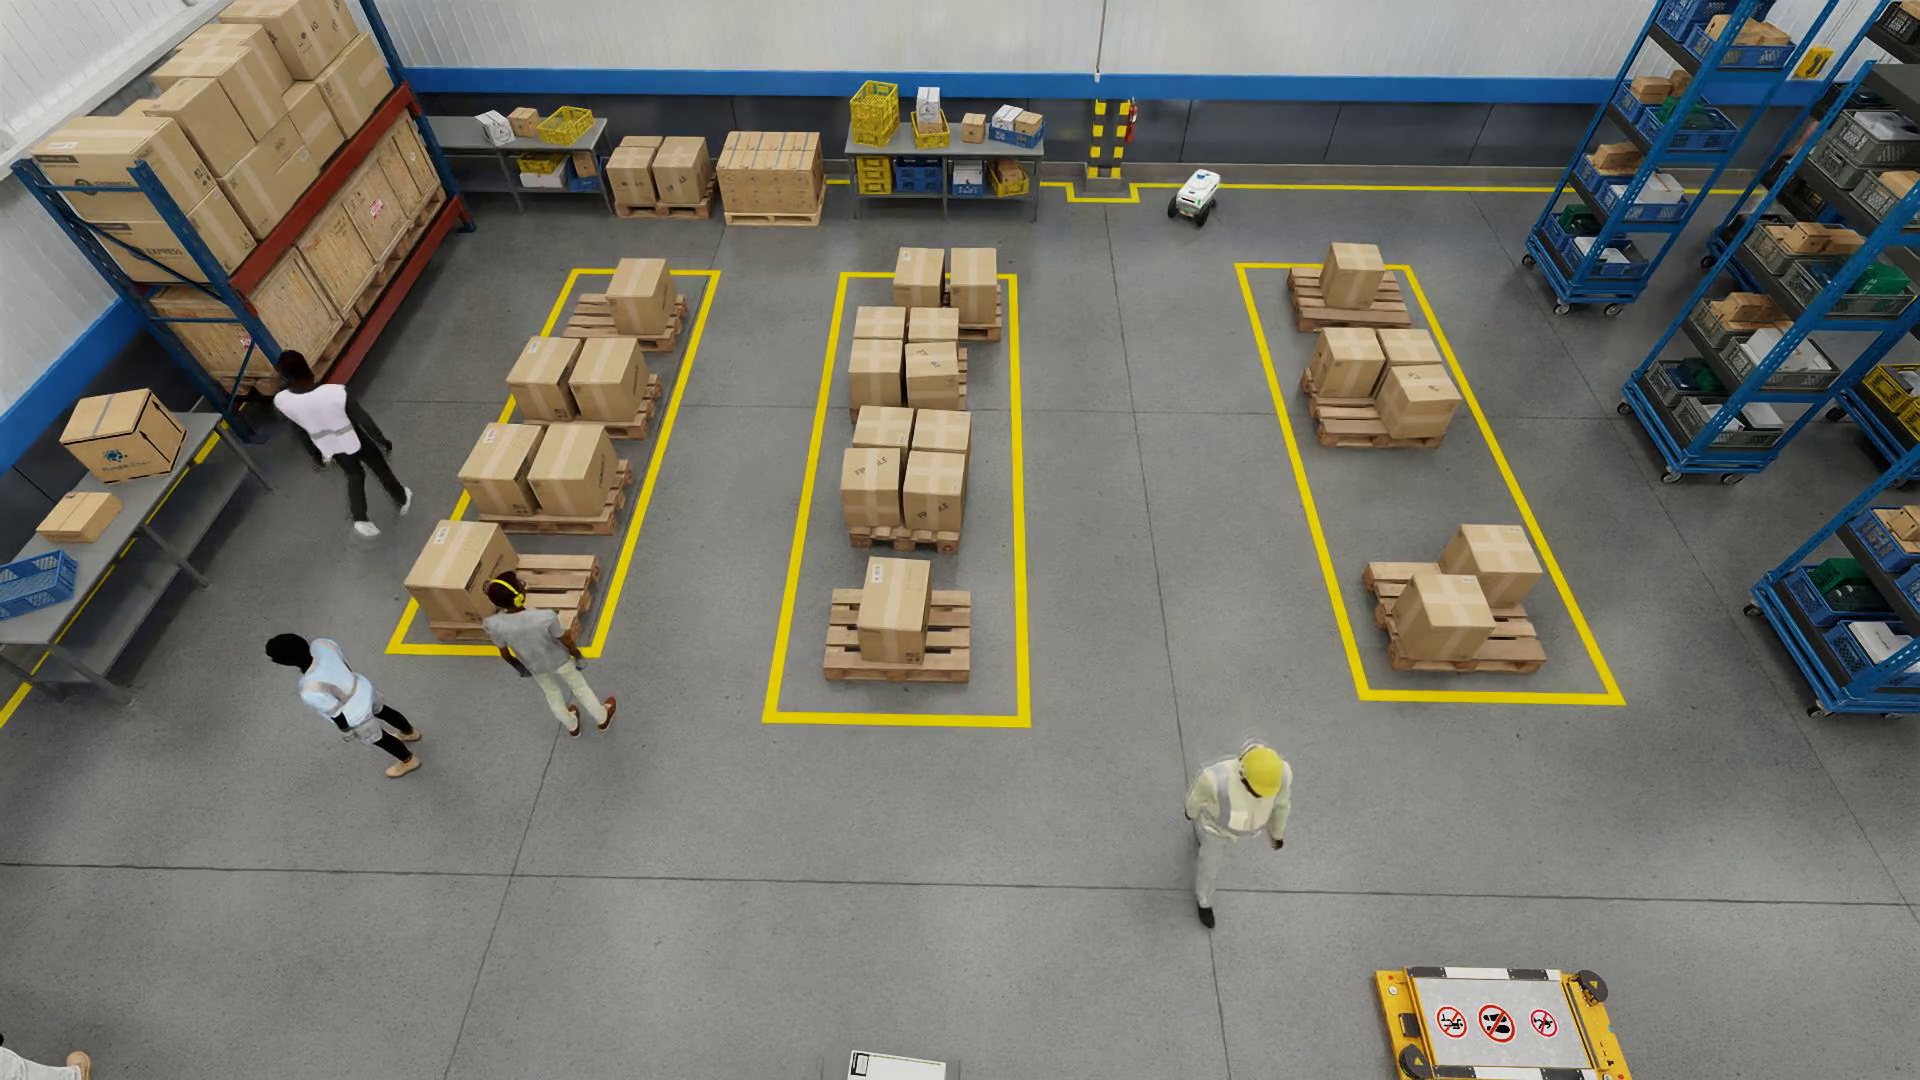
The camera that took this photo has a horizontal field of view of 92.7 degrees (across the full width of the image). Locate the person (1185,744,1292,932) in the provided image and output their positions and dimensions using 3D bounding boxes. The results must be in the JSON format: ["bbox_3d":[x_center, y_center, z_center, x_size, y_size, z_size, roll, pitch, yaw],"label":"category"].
[{"bbox_3d":[1.810,1.894,5.939,0.598,1.802,0.771,-8,51,-7],"label":"person"}]

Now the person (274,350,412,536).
[{"bbox_3d":[-5.440,-0.813,8.095,0.621,1.894,0.661,-10,52,-8],"label":"person"}]

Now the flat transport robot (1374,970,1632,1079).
[{"bbox_3d":[3.501,3.133,5.914,1.431,0.197,0.652,1,51,1],"label":"flat transport robot"}]

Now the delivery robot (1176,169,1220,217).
[{"bbox_3d":[3.102,-4.562,11.946,0.477,0.478,0.707,25,55,19],"label":"delivery robot"}]

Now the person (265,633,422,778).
[{"bbox_3d":[-4.385,1.179,6.590,0.319,1.698,0.538,-13,52,-11],"label":"person"}]

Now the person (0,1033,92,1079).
[{"bbox_3d":[-5.705,2.950,5.058,0.429,1.843,0.627,34,59,25],"label":"person"}]

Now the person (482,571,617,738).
[{"bbox_3d":[-3.031,0.877,6.733,0.514,1.866,0.332,-8,51,-7],"label":"person"}]

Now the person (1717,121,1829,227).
[{"bbox_3d":[9.840,-4.332,10.921,0.603,1.961,0.744,13,52,10],"label":"person"}]
